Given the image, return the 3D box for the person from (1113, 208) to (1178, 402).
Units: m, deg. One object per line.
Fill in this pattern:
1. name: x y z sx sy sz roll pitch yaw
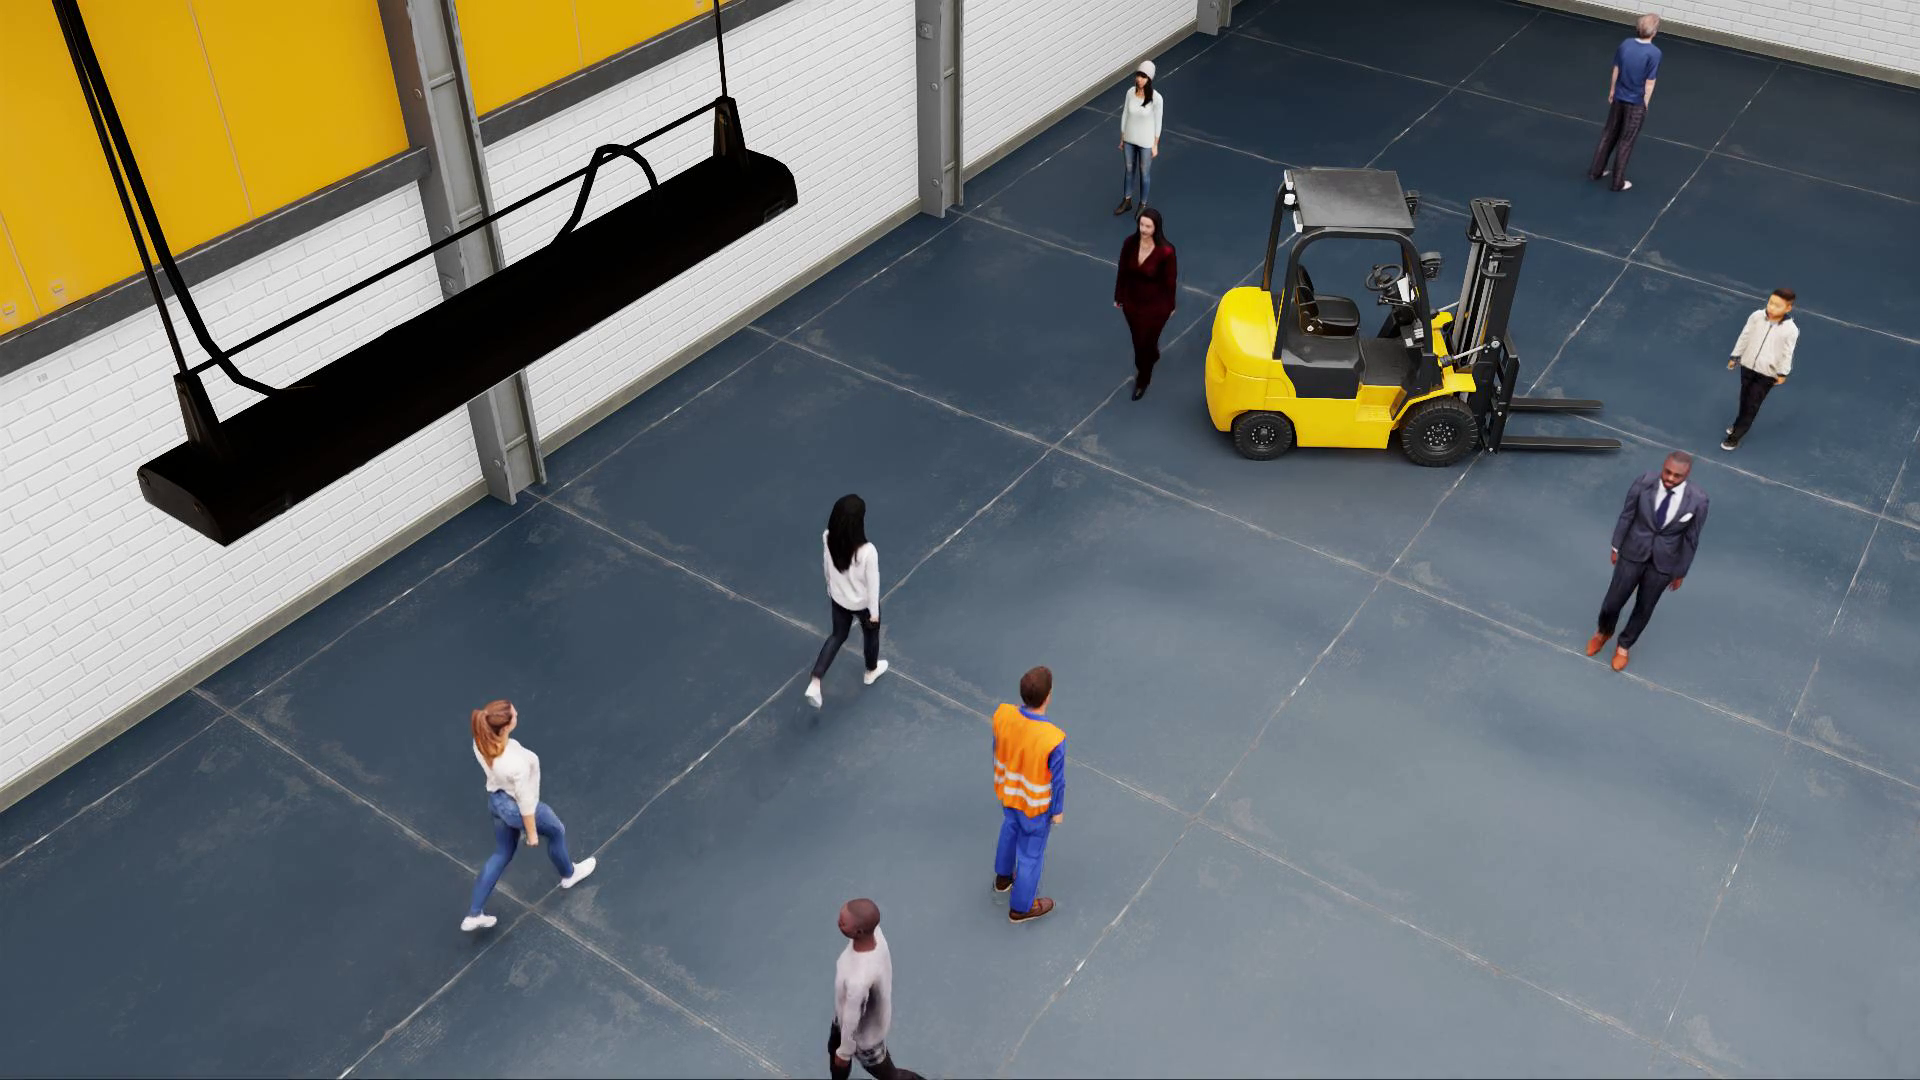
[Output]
1. person: 1.652 -2.095 14.339 0.686 1.741 0.796 26 45 28

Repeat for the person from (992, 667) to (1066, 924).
1. person: 0.371 1.517 9.728 0.676 1.851 0.727 -28 46 -31

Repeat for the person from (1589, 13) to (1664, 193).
1. person: 6.973 -4.572 17.337 0.665 1.870 0.721 -24 44 -27

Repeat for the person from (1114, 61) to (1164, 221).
1. person: 1.821 -4.064 16.882 0.584 1.644 0.516 20 43 23

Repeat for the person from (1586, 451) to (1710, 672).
1. person: 4.803 0.091 11.545 0.719 1.811 0.665 19 42 22

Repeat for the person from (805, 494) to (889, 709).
1. person: -0.776 0.447 11.208 0.636 1.677 0.997 22 44 25

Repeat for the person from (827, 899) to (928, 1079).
1. person: -0.390 2.499 8.590 1.132 1.737 1.164 -1 39 -1

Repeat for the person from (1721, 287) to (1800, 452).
1. person: 6.689 -1.467 13.798 0.873 1.435 0.738 -25 45 -28

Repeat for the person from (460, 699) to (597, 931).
1. person: -2.668 1.636 9.714 0.678 1.682 1.150 27 46 30
